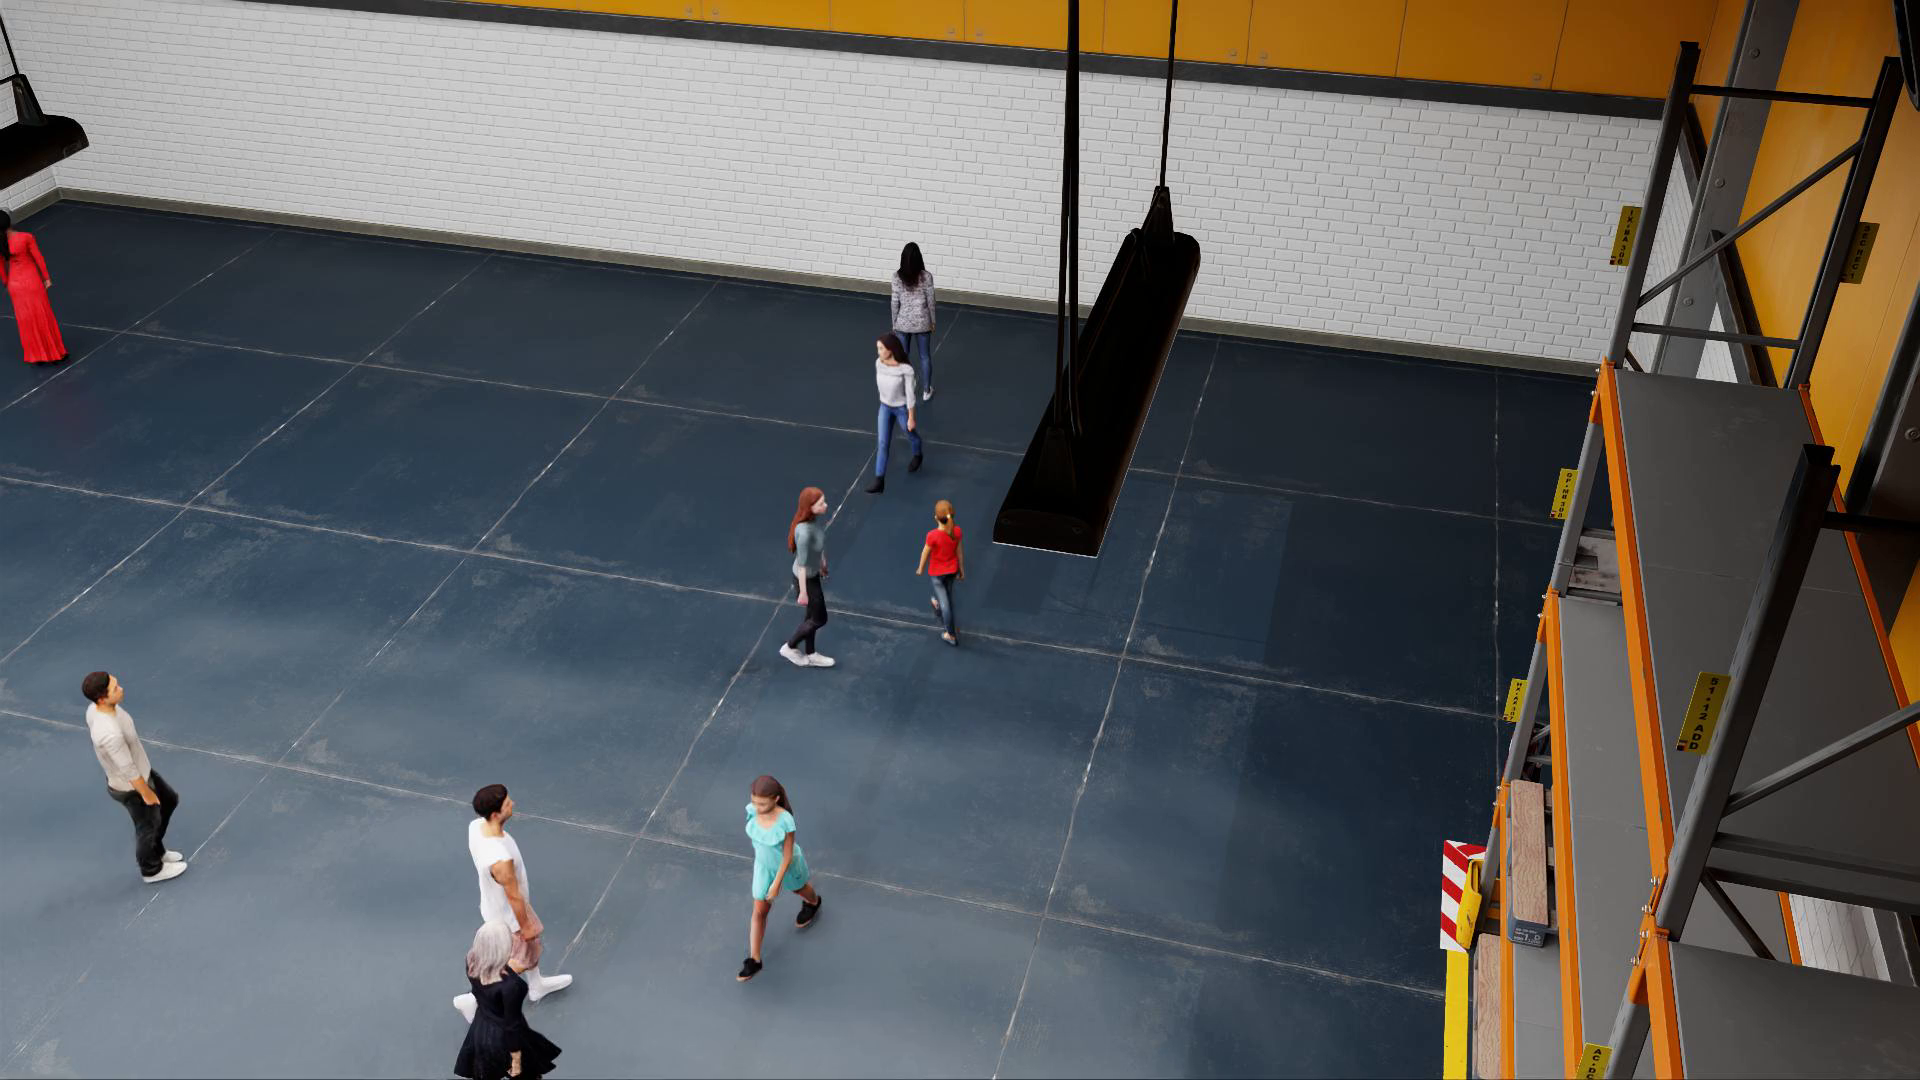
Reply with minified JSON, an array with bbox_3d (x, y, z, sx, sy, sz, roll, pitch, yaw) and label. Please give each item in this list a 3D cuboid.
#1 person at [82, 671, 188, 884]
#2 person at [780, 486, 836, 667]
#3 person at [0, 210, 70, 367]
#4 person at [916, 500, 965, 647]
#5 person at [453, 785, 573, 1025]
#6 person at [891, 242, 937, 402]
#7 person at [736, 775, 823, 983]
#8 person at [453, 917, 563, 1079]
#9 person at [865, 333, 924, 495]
[{"bbox_3d":[-5.660,1.635,11.173,0.842,1.793,0.784,-19,38,-26],"label":"person"},{"bbox_3d":[-1.282,0.315,13.216,0.761,1.730,0.686,0,34,0],"label":"person"},{"bbox_3d":[-9.930,-2.686,17.679,0.730,1.787,0.737,-2,34,-3],"label":"person"},{"bbox_3d":[-0.102,0.298,13.642,0.814,1.287,0.898,-16,37,-23],"label":"person"},{"bbox_3d":[-2.868,2.281,10.224,1.075,1.767,1.031,-15,37,-21],"label":"person"},{"bbox_3d":[-0.482,-2.237,17.053,0.664,1.733,0.614,-1,34,-1],"label":"person"},{"bbox_3d":[-1.124,2.064,10.786,0.712,1.507,1.173,17,37,24],"label":"person"},{"bbox_3d":[-2.640,2.864,9.391,0.902,1.718,1.092,24,41,32],"label":"person"},{"bbox_3d":[-0.535,-1.236,15.690,0.878,1.574,1.173,20,38,27],"label":"person"}]
